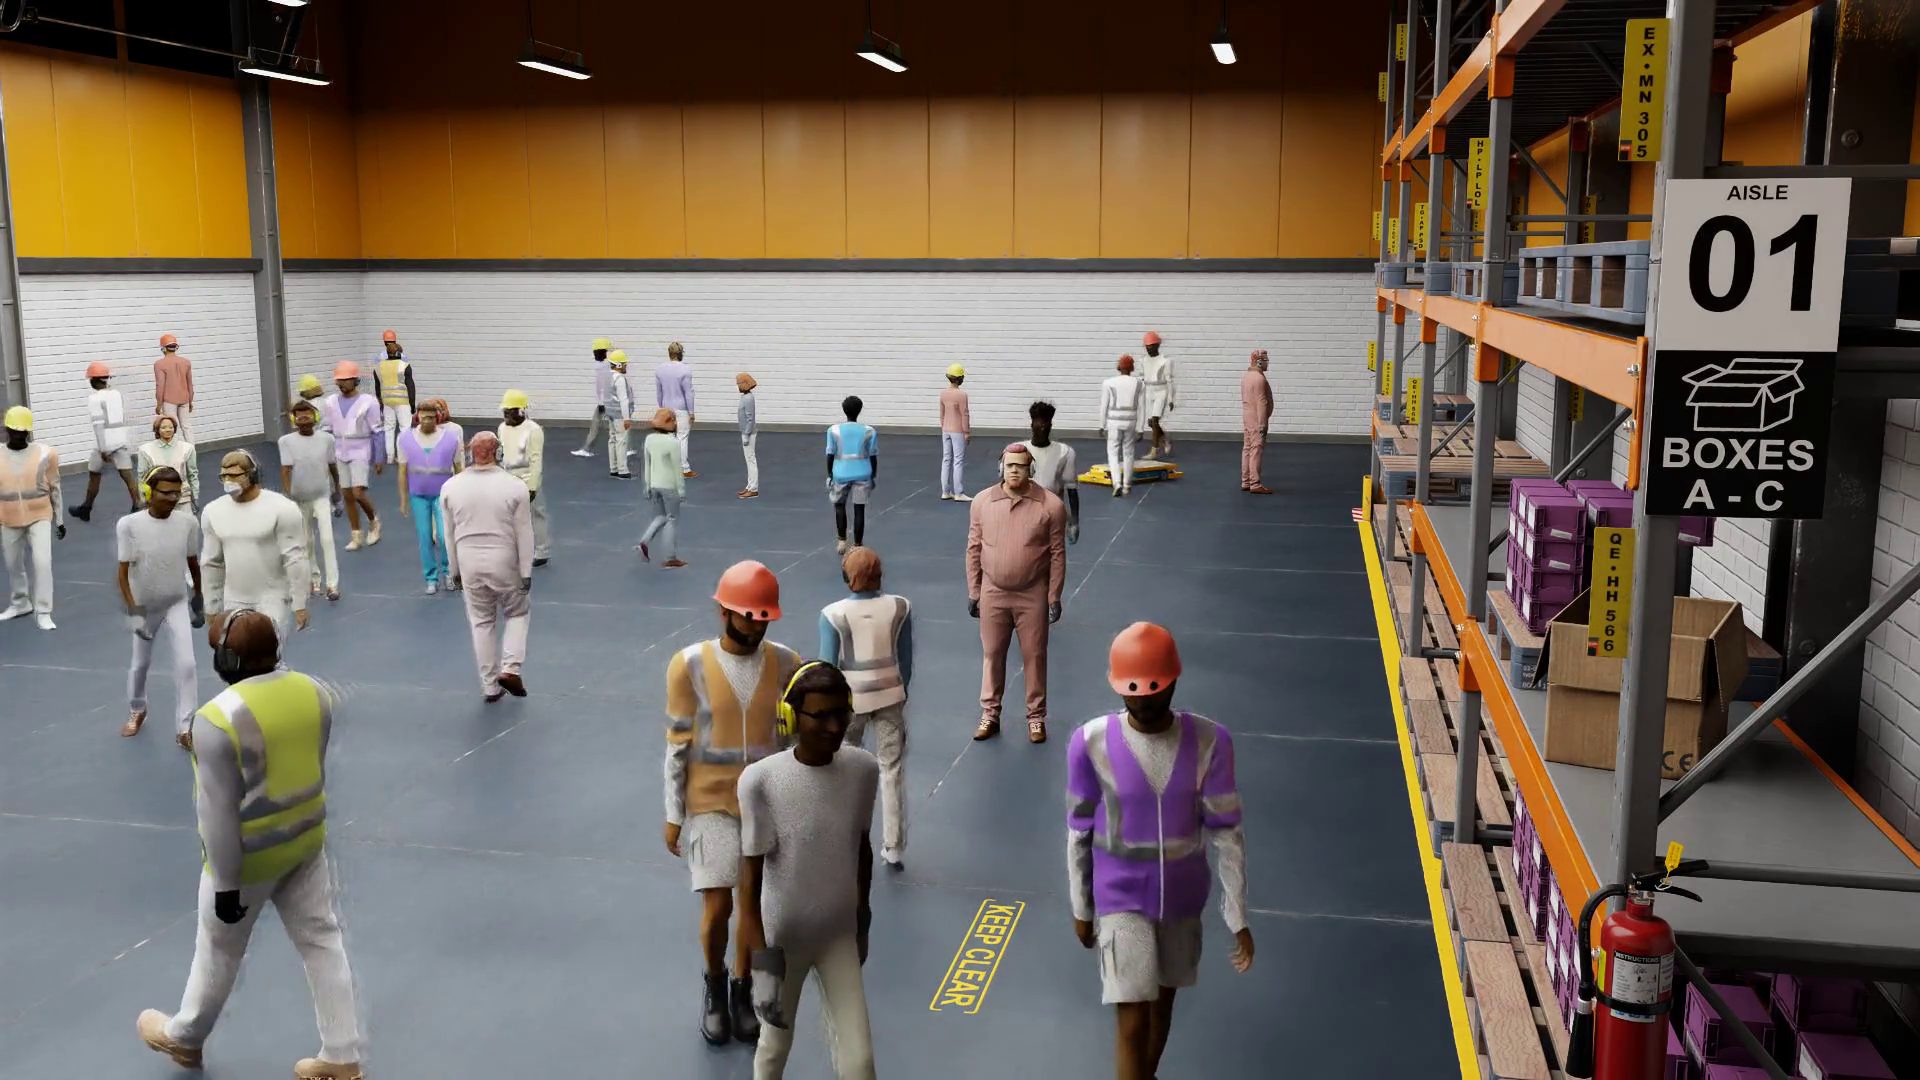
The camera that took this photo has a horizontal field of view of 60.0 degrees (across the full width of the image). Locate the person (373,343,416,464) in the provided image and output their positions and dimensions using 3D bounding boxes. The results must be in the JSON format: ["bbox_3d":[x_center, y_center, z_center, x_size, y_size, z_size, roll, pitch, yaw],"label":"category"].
[{"bbox_3d":[-8.563,-2.070,25.310,0.621,1.837,0.429,1,10,8],"label":"person"}]

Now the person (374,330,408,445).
[{"bbox_3d":[-9.508,-2.550,27.873,0.545,1.942,0.353,-4,10,-22],"label":"person"}]

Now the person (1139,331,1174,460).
[{"bbox_3d":[3.111,-2.252,25.910,0.652,2.008,0.837,9,13,43],"label":"person"}]

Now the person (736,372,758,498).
[{"bbox_3d":[-2.776,-1.365,21.663,0.283,1.633,0.499,-2,10,-11],"label":"person"}]

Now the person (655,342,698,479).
[{"bbox_3d":[-4.009,-1.828,23.537,0.630,1.940,0.372,5,11,28],"label":"person"}]

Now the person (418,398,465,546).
[{"bbox_3d":[-5.532,-0.708,17.743,0.507,1.628,0.278,0,9,-1],"label":"person"}]

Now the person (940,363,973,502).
[{"bbox_3d":[-0.052,-1.373,21.303,0.303,1.772,0.530,-8,12,-39],"label":"person"}]

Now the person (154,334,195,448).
[{"bbox_3d":[-11.755,-2.076,24.860,0.397,1.992,0.621,5,11,28],"label":"person"}]

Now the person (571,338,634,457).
[{"bbox_3d":[-5.595,-2.217,26.071,0.980,1.871,0.604,-3,10,-18],"label":"person"}]

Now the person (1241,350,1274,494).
[{"bbox_3d":[3.952,-1.567,22.061,0.408,1.908,0.646,-2,10,-10],"label":"person"}]

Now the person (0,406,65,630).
[{"bbox_3d":[-7.868,-0.200,13.945,0.656,1.883,0.732,-3,10,-20],"label":"person"}]

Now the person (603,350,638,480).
[{"bbox_3d":[-4.796,-1.762,23.455,0.404,1.833,0.590,-7,11,-34],"label":"person"}]

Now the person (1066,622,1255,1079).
[{"bbox_3d":[0.647,1.207,5.375,0.561,1.888,0.948,-1,9,-7],"label":"person"}]

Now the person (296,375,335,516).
[{"bbox_3d":[-7.743,-1.122,19.994,0.344,1.709,0.543,-1,9,-4],"label":"person"}]

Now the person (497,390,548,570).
[{"bbox_3d":[-4.391,-0.556,16.286,0.625,1.792,0.872,6,11,31],"label":"person"}]

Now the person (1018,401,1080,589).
[{"bbox_3d":[0.676,-0.187,13.719,0.620,1.906,1.058,0,9,0],"label":"person"}]

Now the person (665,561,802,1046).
[{"bbox_3d":[-0.852,1.022,6.433,0.567,1.914,0.462,-4,10,-23],"label":"person"}]

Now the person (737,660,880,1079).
[{"bbox_3d":[-0.443,1.276,5.200,0.512,1.821,0.977,-5,10,-26],"label":"person"}]

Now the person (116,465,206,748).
[{"bbox_3d":[-5.072,0.401,10.550,0.532,1.811,0.900,-7,12,-38],"label":"person"}]

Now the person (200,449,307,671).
[{"bbox_3d":[-4.335,0.394,10.190,0.654,1.920,0.441,1,10,8],"label":"person"}]

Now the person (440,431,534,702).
[{"bbox_3d":[-3.246,0.189,11.536,0.636,1.891,0.416,0,9,0],"label":"person"}]

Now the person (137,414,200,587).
[{"bbox_3d":[-7.392,-0.358,15.562,0.521,1.645,0.306,-5,11,-28],"label":"person"}]

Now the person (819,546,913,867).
[{"bbox_3d":[-0.490,0.824,8.579,0.530,1.600,0.850,-3,10,-18],"label":"person"}]

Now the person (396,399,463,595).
[{"bbox_3d":[-4.851,-0.392,15.266,0.566,1.820,0.449,-2,10,-11],"label":"person"}]

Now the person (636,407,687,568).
[{"bbox_3d":[-2.970,-0.509,16.555,0.503,1.621,0.432,9,13,42],"label":"person"}]

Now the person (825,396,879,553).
[{"bbox_3d":[-1.121,-0.660,17.249,0.558,1.671,0.628,-1,9,-7],"label":"person"}]

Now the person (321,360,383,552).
[{"bbox_3d":[-6.431,-0.877,17.546,0.615,2.028,0.421,2,10,11],"label":"person"}]

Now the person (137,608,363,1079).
[{"bbox_3d":[-2.627,1.131,6.144,0.967,1.789,0.657,4,10,23],"label":"person"}]

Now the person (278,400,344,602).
[{"bbox_3d":[-5.805,-0.339,14.934,0.513,1.812,0.986,-4,10,-22],"label":"person"}]

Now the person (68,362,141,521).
[{"bbox_3d":[-10.046,-1.139,19.522,0.999,1.882,0.550,3,10,17],"label":"person"}]

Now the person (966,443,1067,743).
[{"bbox_3d":[0.346,0.337,10.575,0.642,1.913,0.408,2,10,11],"label":"person"}]

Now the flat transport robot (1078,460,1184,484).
[{"bbox_3d":[2.404,-0.957,23.298,1.431,0.197,0.652,-7,12,-38],"label":"flat transport robot"}]

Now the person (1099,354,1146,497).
[{"bbox_3d":[2.125,-1.493,21.772,0.605,1.886,0.641,-1,9,-4],"label":"person"}]
